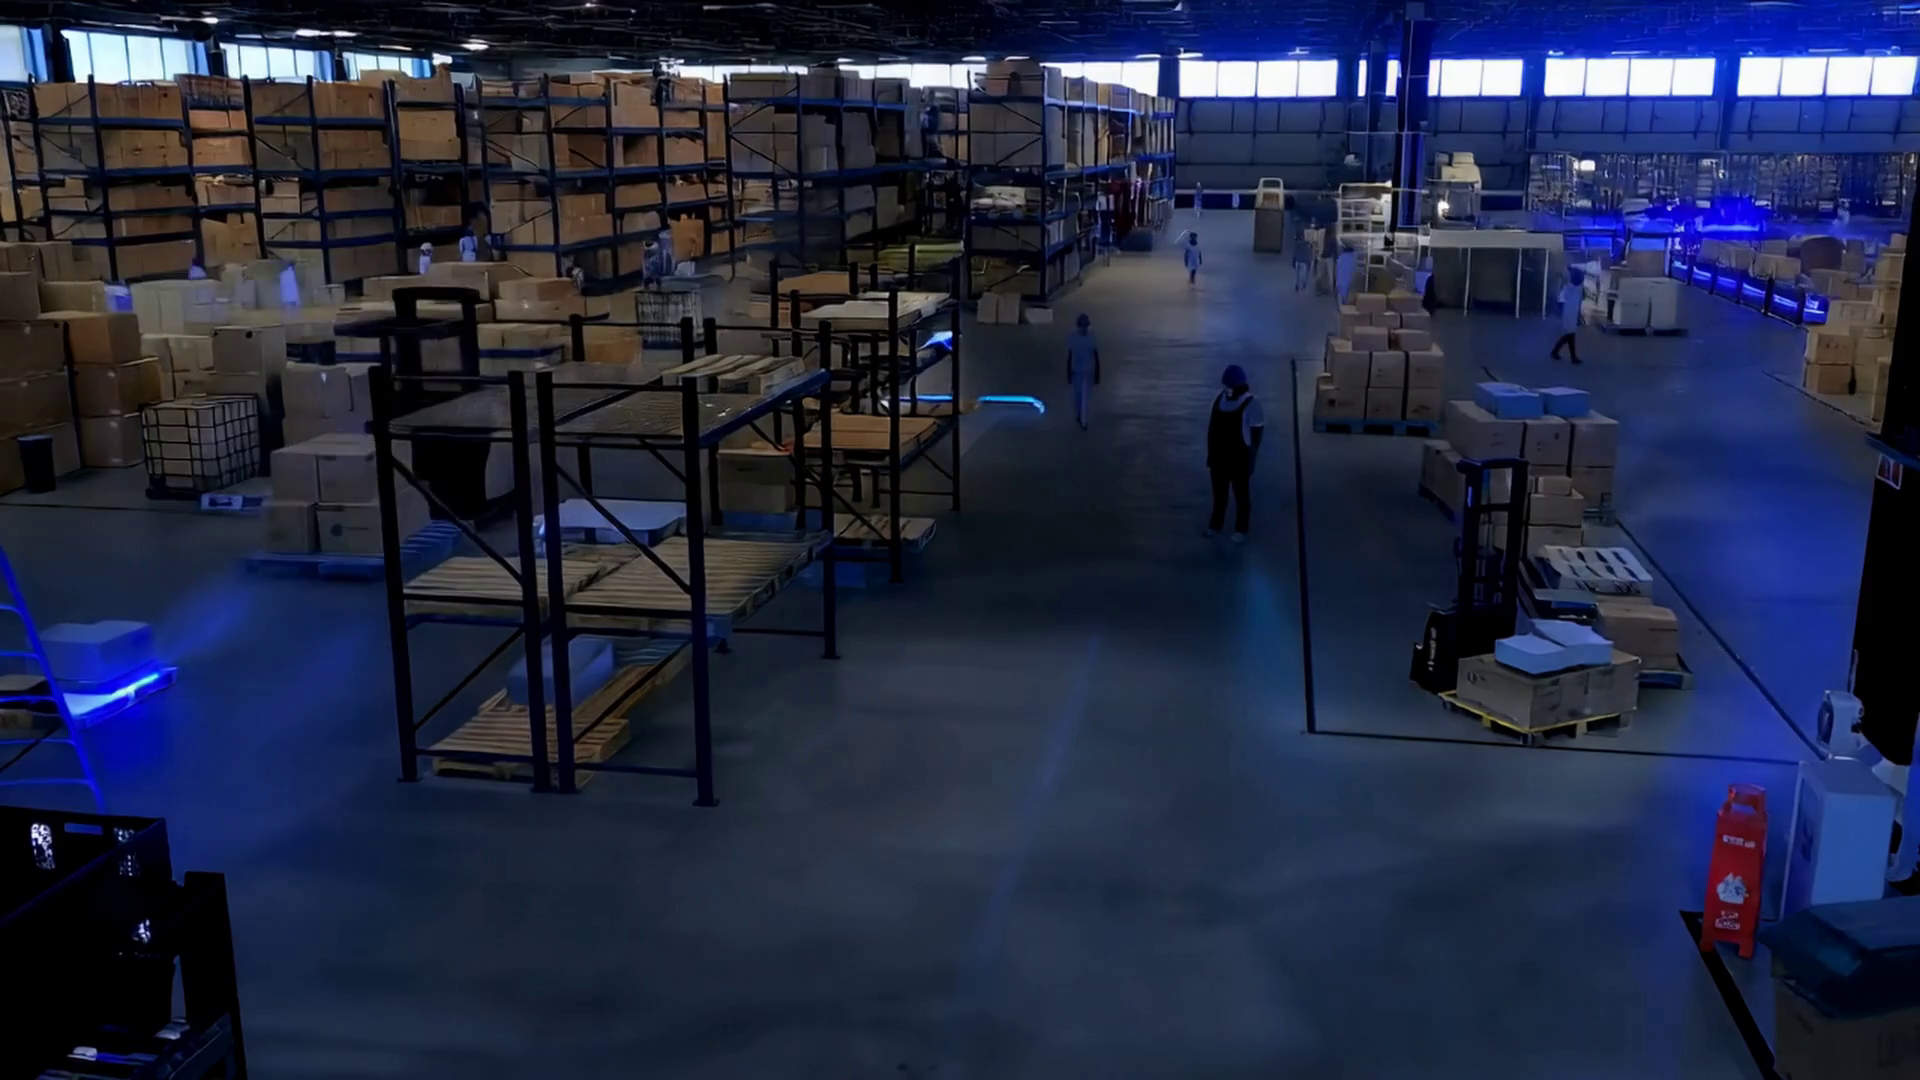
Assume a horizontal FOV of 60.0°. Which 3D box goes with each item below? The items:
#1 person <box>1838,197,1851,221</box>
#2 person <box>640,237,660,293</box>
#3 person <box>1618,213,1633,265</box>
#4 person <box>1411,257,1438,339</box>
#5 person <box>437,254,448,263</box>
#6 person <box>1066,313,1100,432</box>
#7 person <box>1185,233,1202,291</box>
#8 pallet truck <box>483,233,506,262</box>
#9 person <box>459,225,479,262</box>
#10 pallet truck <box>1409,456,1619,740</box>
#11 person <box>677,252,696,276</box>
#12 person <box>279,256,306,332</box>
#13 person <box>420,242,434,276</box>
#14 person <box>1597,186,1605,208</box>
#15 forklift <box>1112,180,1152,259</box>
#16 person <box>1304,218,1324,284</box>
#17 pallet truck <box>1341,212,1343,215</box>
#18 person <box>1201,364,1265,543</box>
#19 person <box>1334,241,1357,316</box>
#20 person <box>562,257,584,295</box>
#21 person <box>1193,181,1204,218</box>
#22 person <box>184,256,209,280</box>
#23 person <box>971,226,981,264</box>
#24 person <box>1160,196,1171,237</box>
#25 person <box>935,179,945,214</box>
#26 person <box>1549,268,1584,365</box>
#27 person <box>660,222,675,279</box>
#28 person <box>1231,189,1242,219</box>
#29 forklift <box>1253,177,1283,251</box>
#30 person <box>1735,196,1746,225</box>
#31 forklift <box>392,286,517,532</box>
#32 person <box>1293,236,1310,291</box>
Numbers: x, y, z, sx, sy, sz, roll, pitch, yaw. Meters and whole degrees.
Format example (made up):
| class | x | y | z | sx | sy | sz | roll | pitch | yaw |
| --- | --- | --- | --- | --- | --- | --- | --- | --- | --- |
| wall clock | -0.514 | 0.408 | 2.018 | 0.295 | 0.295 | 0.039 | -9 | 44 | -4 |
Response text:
| class | x | y | z | sx | sy | sz | roll | pitch | yaw |
| --- | --- | --- | --- | --- | --- | --- | --- | --- | --- |
| person | 38.641 | -14.074 | 72.636 | 0.625 | 1.781 | 0.661 | -2 | 14 | -8 |
| person | -8.777 | -7.745 | 47.133 | 0.539 | 1.676 | 0.695 | 4 | 14 | 15 |
| person | 23.231 | -10.509 | 58.064 | 0.403 | 1.820 | 0.602 | 8 | 16 | 30 |
| person | 10.348 | -5.316 | 36.855 | 0.954 | 1.872 | 0.616 | -6 | 15 | -21 |
| person | -11.556 | -5.418 | 37.179 | 0.783 | 1.919 | 0.647 | -2 | 14 | -10 |
| person | 1.942 | -2.657 | 26.142 | 0.523 | 1.851 | 0.741 | 1 | 14 | 6 |
| person | 6.838 | -8.188 | 48.921 | 0.546 | 1.680 | 0.559 | -5 | 15 | -18 |
| pallet truck | -11.832 | -7.026 | 43.548 | 1.885 | 1.965 | 0.823 | 8 | 16 | 28 |
| person | -14.218 | -8.147 | 48.219 | 0.545 | 1.939 | 0.354 | -4 | 14 | -16 |
| pallet truck | 4.504 | 0.400 | 13.395 | 0.823 | 1.965 | 1.885 | -6 | 15 | -23 |
| person | -6.860 | -6.416 | 41.799 | 0.514 | 1.644 | 0.307 | -8 | 16 | -31 |
| person | -14.589 | -5.225 | 36.361 | 0.999 | 1.940 | 0.632 | 1 | 14 | 4 |
| person | -13.141 | -6.408 | 41.183 | 0.369 | 1.929 | 0.542 | -9 | 16 | -32 |
| person | 34.476 | -18.247 | 89.658 | 0.507 | 1.732 | 0.560 | 2 | 14 | 8 |
| forklift | 6.082 | -11.722 | 60.796 | 1.873 | 2.768 | 1.129 | 2 | 14 | 9 |
| person | 10.848 | -8.869 | 51.046 | 0.624 | 1.999 | 1.032 | 5 | 15 | 21 |
| pallet truck | 15.874 | -13.227 | 70.310 | 0.680 | 1.201 | 1.601 | 10 | 17 | 35 |
| person | 3.069 | -0.985 | 18.930 | 0.683 | 2.000 | 0.538 | 13 | 19 | 42 |
| person | 9.681 | -6.583 | 41.964 | 0.670 | 1.888 | 0.477 | -11 | 18 | -38 |
| person | -9.350 | -6.021 | 40.220 | 0.522 | 1.631 | 0.317 | -1 | 14 | -3 |
| person | 12.763 | -18.196 | 88.927 | 0.628 | 1.981 | 0.647 | -5 | 15 | -20 |
| person | -17.434 | -5.563 | 38.004 | 0.629 | 1.812 | 0.861 | 8 | 16 | 29 |
| person | 0.562 | -10.552 | 58.339 | 0.525 | 1.769 | 0.308 | 12 | 18 | 40 |
| person | 9.119 | -14.350 | 73.764 | 0.317 | 1.766 | 0.535 | -11 | 17 | -37 |
| person | -1.079 | -19.349 | 93.767 | 0.810 | 1.913 | 0.634 | 4 | 15 | 17 |
| person | 12.278 | -4.512 | 33.522 | 0.625 | 1.941 | 0.855 | -12 | 18 | -39 |
| person | -8.750 | -8.570 | 49.932 | 0.359 | 1.938 | 0.635 | -10 | 17 | -36 |
| person | 14.621 | -17.722 | 87.782 | 0.528 | 1.594 | 0.844 | -10 | 17 | -36 |
| forklift | 12.083 | -12.747 | 64.956 | 1.129 | 2.768 | 1.873 | 3 | 14 | 10 |
| person | 33.888 | -14.015 | 72.232 | 0.562 | 1.847 | 0.390 | -12 | 18 | -40 |
| forklift | -6.074 | -1.576 | 19.602 | 1.129 | 2.768 | 1.873 | 3 | 14 | 10 |
| person | 10.033 | -8.123 | 48.823 | 0.508 | 1.610 | 0.751 | 5 | 15 | 18 |
